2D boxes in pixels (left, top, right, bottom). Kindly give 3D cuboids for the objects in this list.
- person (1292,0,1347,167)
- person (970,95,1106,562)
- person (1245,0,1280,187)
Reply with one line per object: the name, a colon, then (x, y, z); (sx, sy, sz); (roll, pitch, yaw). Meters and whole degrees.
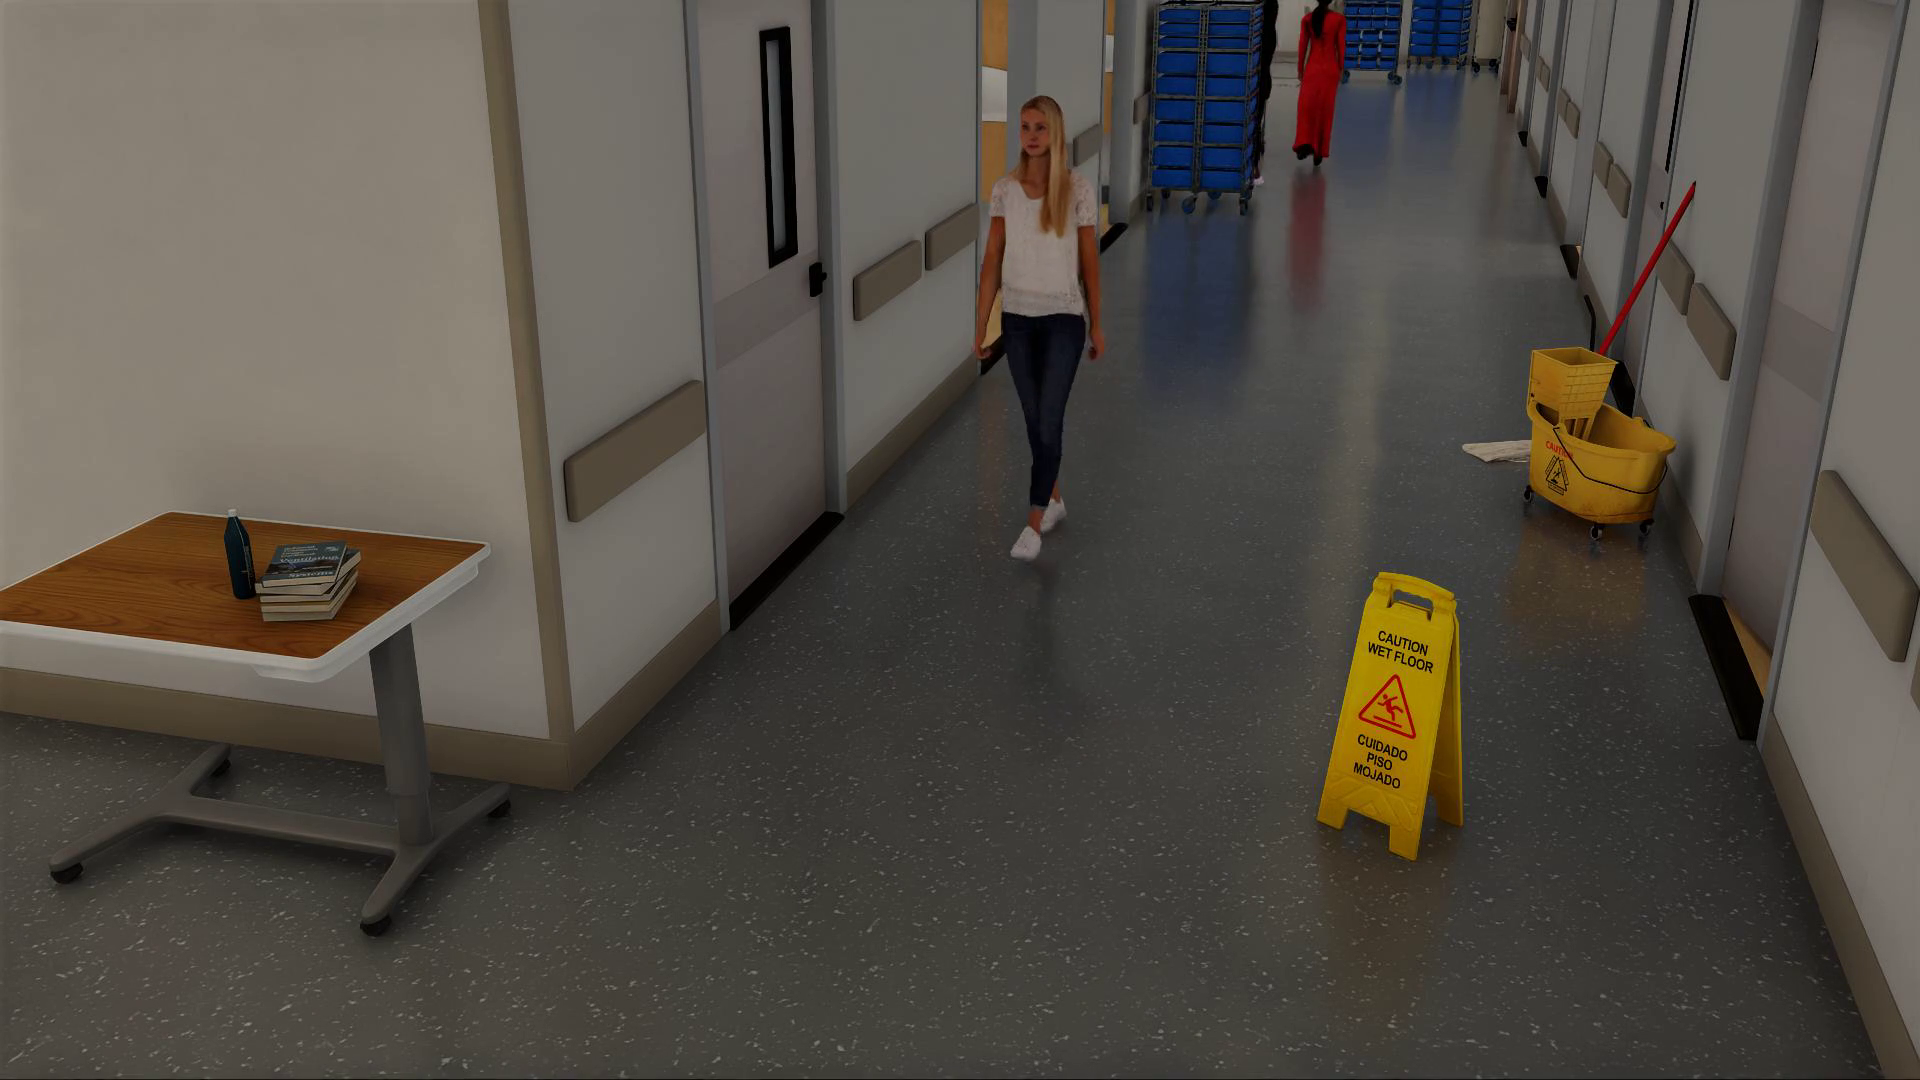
person: (3.650, -4.694, 16.842); (0.625, 1.777, 0.662); (4, 21, 12)
person: (0.370, -0.863, 6.709); (0.761, 1.790, 1.010); (10, 23, 25)
person: (2.778, -4.178, 15.544); (0.762, 1.731, 0.673); (13, 24, 30)
